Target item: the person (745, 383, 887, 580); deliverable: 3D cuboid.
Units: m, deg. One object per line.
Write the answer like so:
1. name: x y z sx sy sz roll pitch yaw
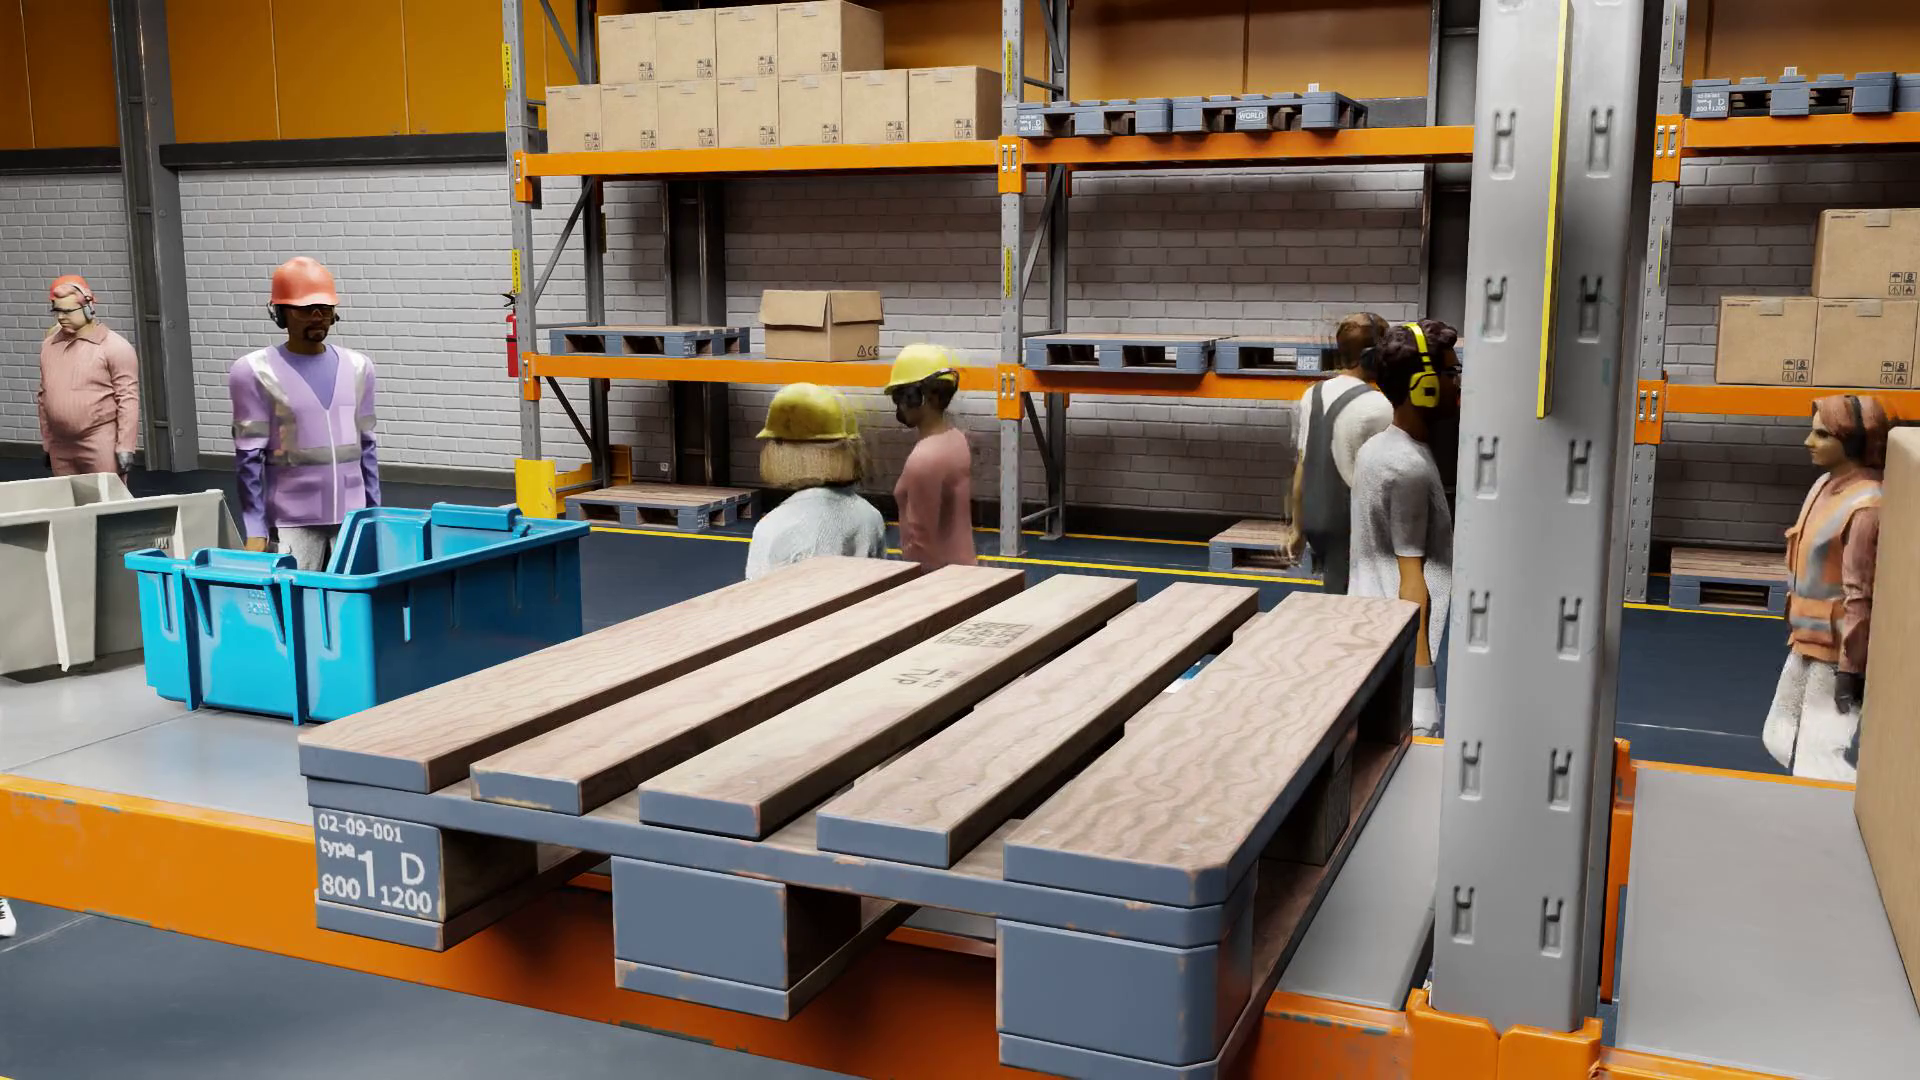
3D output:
1. person: -0.438 0.433 4.502 0.905 1.700 0.504 5 11 28

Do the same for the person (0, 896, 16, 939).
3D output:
1. person: -3.059 0.406 4.885 0.495 1.629 0.277 -4 10 -21

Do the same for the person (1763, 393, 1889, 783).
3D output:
1. person: 2.736 0.355 5.162 0.438 1.626 0.529 2 10 14

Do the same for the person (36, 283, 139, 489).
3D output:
1. person: -5.196 -0.565 9.880 0.638 1.903 0.408 2 10 12

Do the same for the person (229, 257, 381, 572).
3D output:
1. person: -2.583 -0.107 6.703 0.375 2.042 0.615 8 12 39

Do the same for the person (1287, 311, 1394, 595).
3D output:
1. person: 1.655 -0.025 6.877 0.711 1.815 0.536 -5 11 -28

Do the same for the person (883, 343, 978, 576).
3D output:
1. person: -0.037 0.187 5.819 0.504 1.741 0.538 3 10 16

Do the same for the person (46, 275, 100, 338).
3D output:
1. person: -6.066 -0.849 11.465 0.361 1.935 0.553 -6 11 -31

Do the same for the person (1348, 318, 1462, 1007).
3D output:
1. person: 1.218 0.338 4.546 0.326 1.876 0.518 0 9 1

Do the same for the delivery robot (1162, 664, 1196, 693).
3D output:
1. delivery robot: 0.817 0.683 6.141 0.707 0.478 0.477 8 13 41
